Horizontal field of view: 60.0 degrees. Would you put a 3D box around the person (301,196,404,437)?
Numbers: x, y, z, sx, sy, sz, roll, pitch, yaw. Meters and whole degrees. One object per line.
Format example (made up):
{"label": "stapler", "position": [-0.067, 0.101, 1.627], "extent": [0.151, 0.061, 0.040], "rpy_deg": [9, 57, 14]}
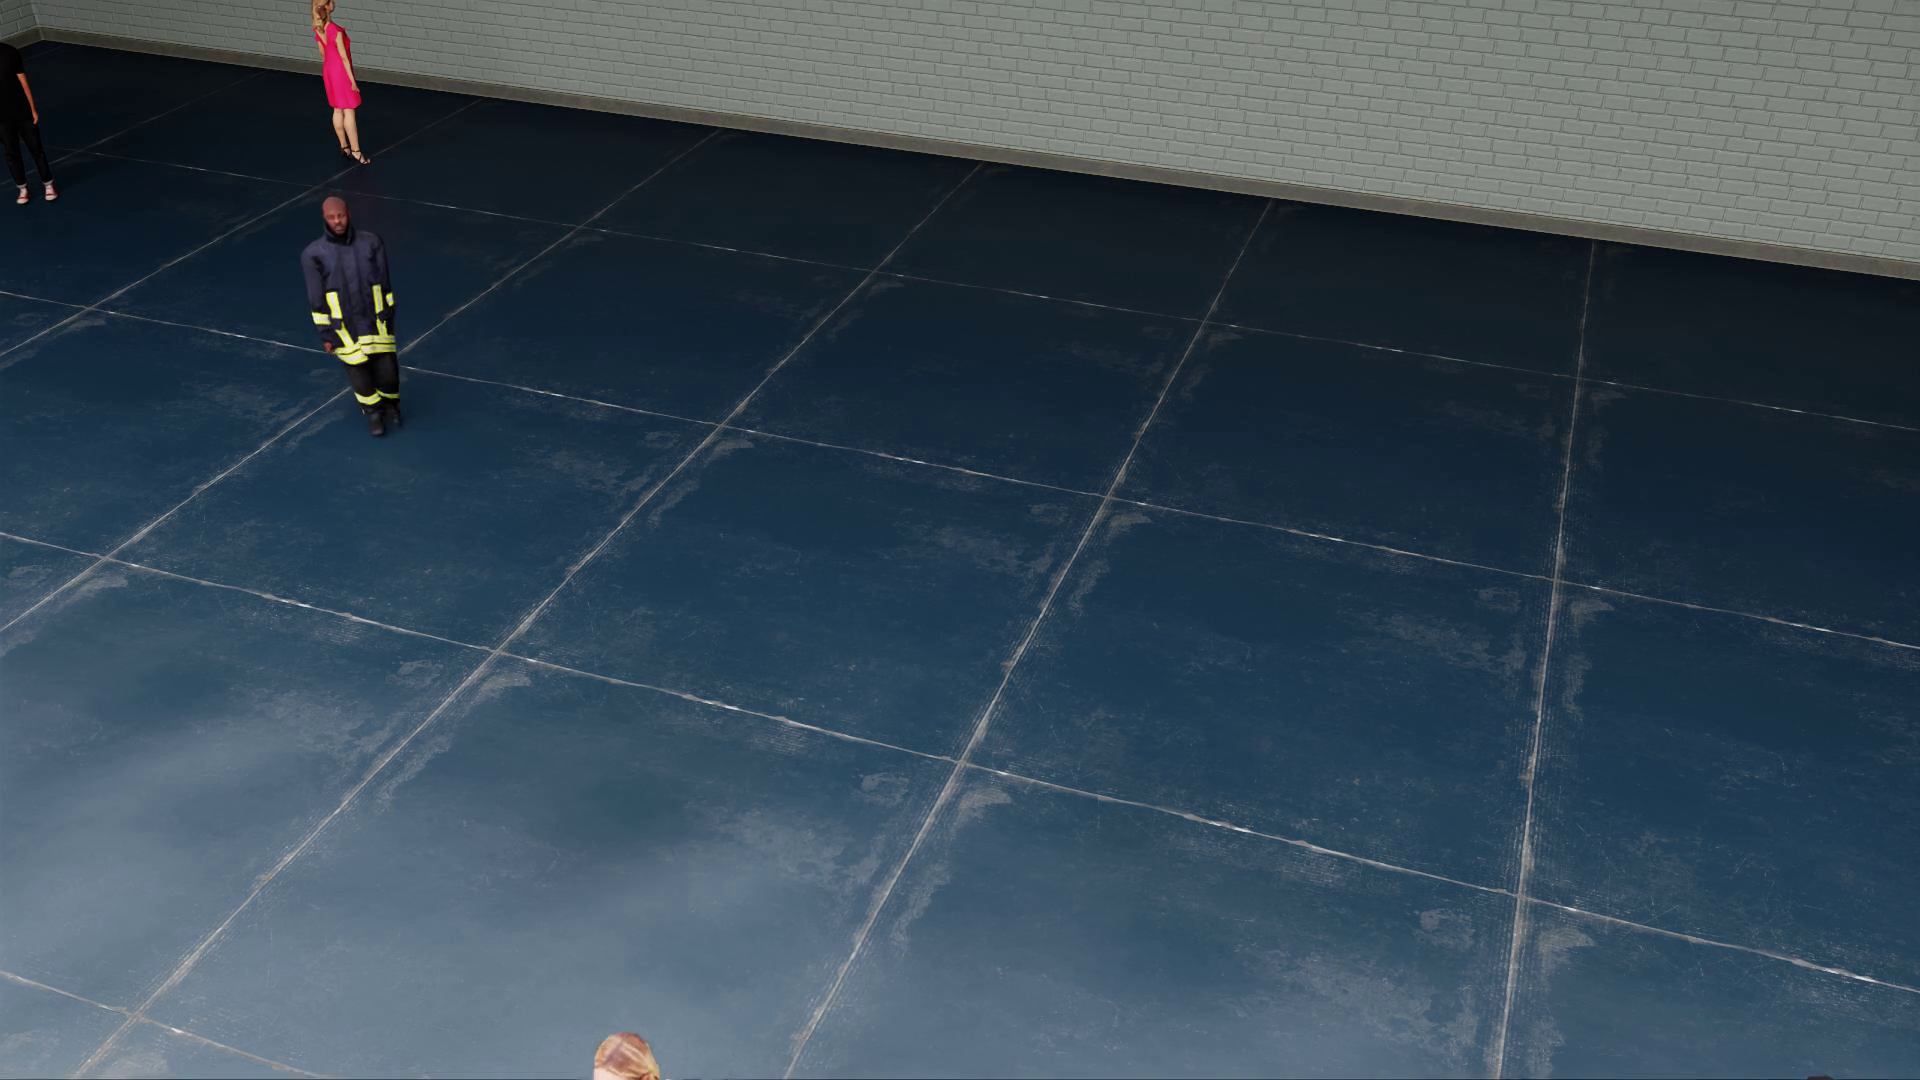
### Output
{"label": "person", "position": [-4.363, -1.633, 11.984], "extent": [0.921, 1.810, 0.979], "rpy_deg": [-14, 36, -20]}

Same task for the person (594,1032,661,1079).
{"label": "person", "position": [-1.086, 2.322, 5.937], "extent": [0.628, 1.771, 0.993], "rpy_deg": [13, 35, 19]}

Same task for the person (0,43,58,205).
{"label": "person", "position": [-9.029, -4.095, 15.817], "extent": [0.696, 1.758, 0.753], "rpy_deg": [-14, 35, -20]}

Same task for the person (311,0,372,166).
{"label": "person", "position": [-6.236, -4.634, 16.673], "extent": [0.636, 1.729, 0.636], "rpy_deg": [24, 40, 32]}
